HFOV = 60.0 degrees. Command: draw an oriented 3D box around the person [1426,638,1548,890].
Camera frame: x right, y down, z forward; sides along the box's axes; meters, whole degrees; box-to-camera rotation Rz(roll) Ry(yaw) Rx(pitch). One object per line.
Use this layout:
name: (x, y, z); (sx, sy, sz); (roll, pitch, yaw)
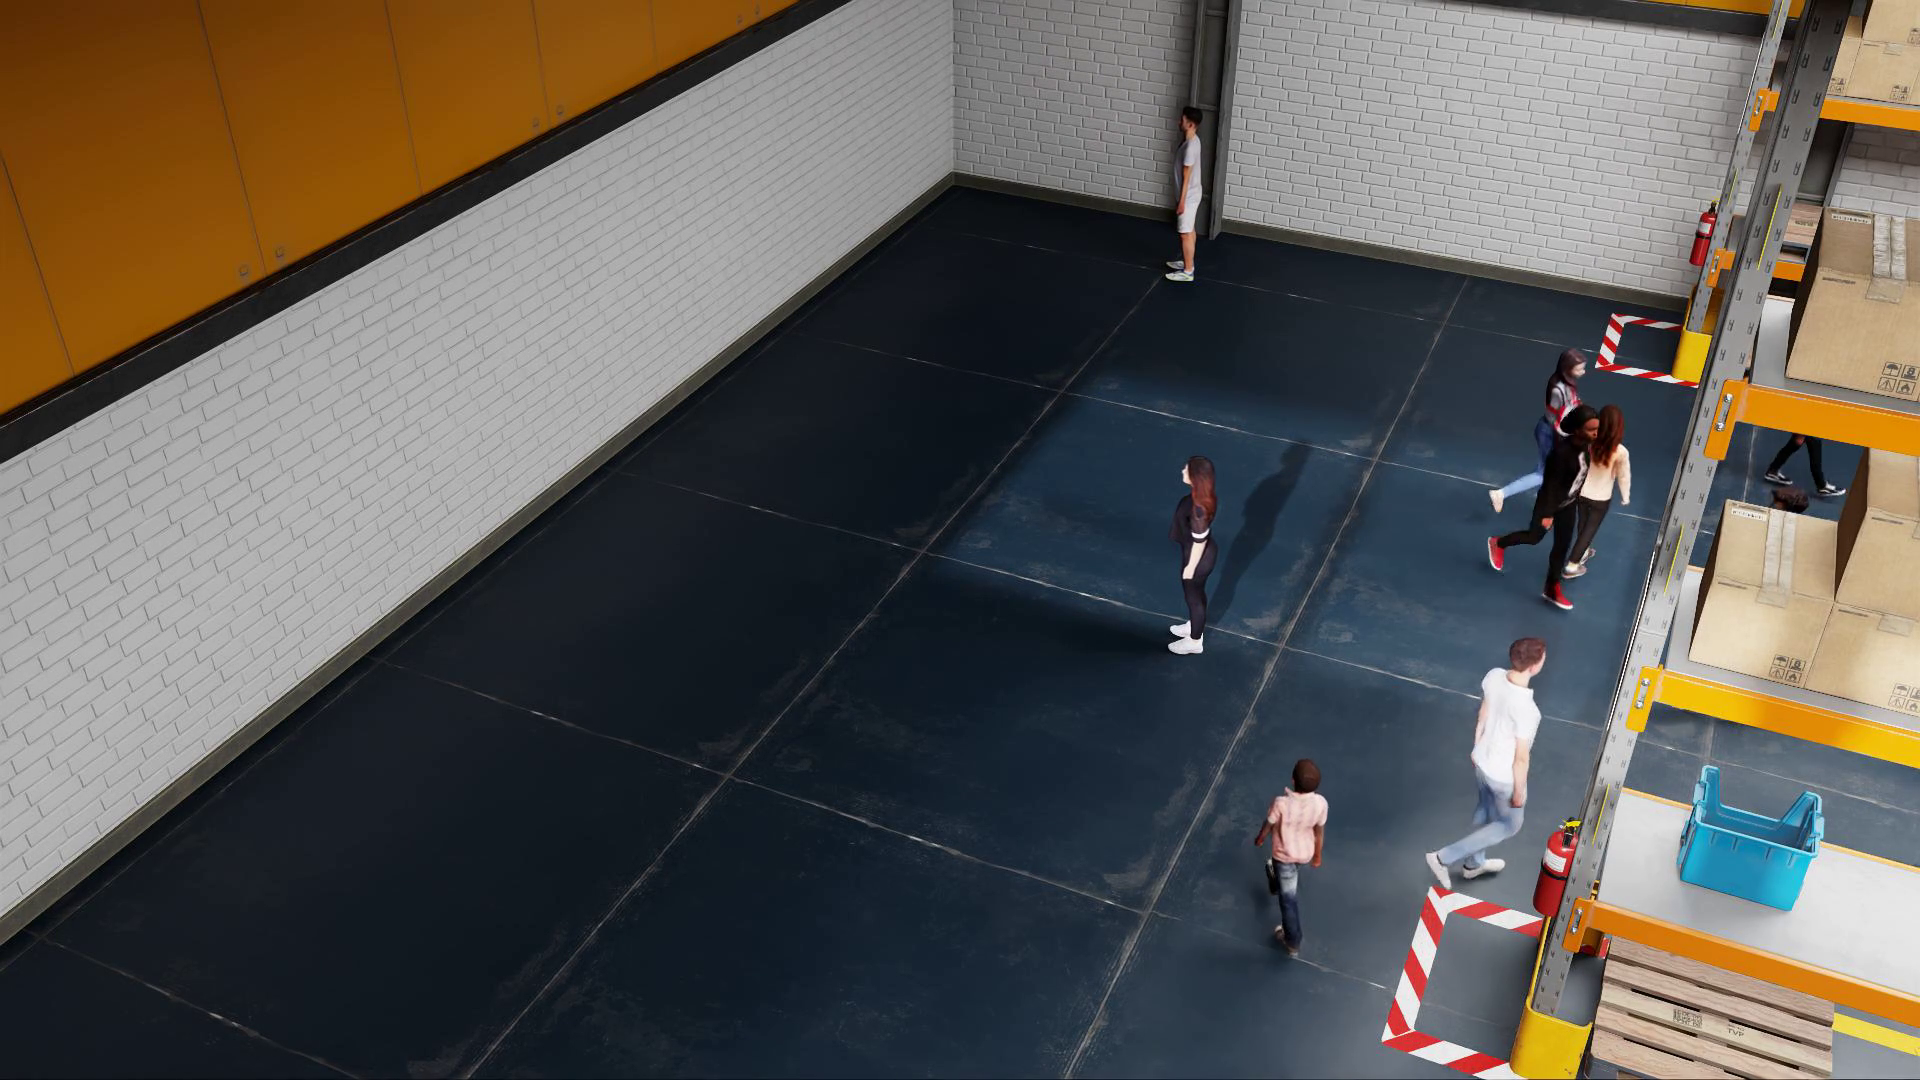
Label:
person: (3.138, 1.378, 9.929); (1.011, 1.837, 0.931); (-8, 34, -11)

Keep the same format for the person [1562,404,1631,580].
person: (4.863, -0.347, 12.863); (0.813, 1.461, 0.779); (-24, 41, -32)

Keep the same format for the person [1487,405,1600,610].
person: (4.454, -0.313, 12.649); (0.952, 1.642, 1.147); (-18, 38, -25)

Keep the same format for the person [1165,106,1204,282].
person: (2.397, -3.642, 17.468); (0.656, 1.852, 0.725); (5, 34, 7)

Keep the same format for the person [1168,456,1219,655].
person: (1.705, 0.107, 12.021); (0.647, 1.638, 0.655); (7, 34, 10)

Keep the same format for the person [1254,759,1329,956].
person: (1.958, 1.870, 9.704); (0.896, 1.267, 0.890); (-7, 34, -10)

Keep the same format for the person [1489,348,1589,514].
person: (4.716, -0.835, 13.478); (1.027, 1.594, 0.844); (-1, 34, -2)
